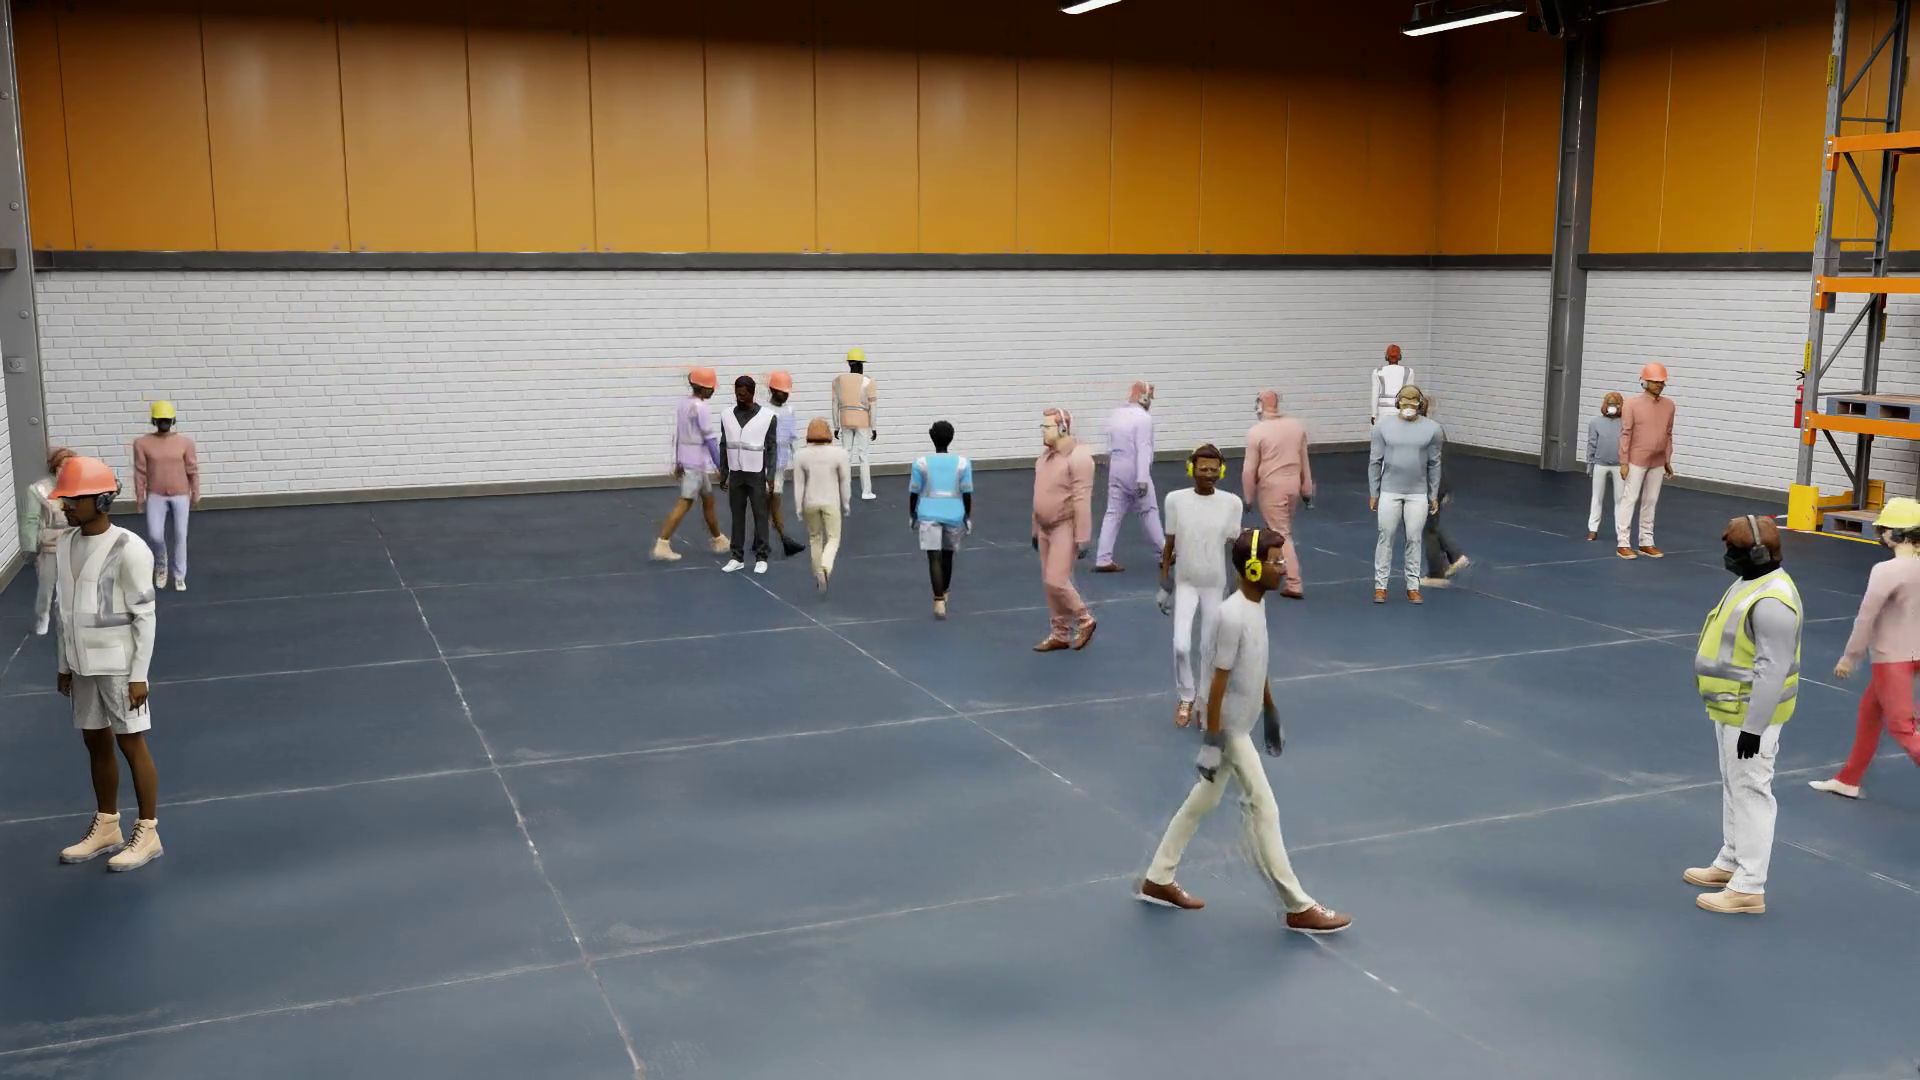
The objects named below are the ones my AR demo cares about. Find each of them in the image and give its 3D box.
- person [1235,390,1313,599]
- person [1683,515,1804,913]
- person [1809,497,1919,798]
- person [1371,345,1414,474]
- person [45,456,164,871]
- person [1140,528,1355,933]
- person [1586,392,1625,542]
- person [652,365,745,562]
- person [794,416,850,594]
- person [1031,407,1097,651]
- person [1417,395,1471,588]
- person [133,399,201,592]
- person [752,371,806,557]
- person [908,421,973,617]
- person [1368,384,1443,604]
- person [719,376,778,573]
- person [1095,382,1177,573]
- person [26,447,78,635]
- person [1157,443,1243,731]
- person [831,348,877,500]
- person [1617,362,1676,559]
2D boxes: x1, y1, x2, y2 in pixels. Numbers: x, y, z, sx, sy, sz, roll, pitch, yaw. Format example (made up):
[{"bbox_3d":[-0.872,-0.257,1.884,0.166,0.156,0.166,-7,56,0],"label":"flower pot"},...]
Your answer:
[{"bbox_3d":[2.809,-0.427,15.024,0.685,1.839,0.962,-6,11,-34],"label":"person"},{"bbox_3d":[3.606,0.793,7.659,0.429,1.838,0.622,3,10,16],"label":"person"},{"bbox_3d":[5.080,0.637,8.932,0.534,1.729,0.882,-7,11,-34],"label":"person"},{"bbox_3d":[5.939,-1.741,22.865,0.575,1.885,0.355,1,9,9],"label":"person"},{"bbox_3d":[-4.217,0.605,8.169,0.607,2.044,0.375,4,10,23],"label":"person"},{"bbox_3d":[1.272,0.837,7.471,0.994,1.813,0.538,3,10,18],"label":"person"},{"bbox_3d":[6.988,-0.784,17.863,0.500,1.623,0.305,5,10,26],"label":"person"},{"bbox_3d":[-2.686,-0.771,16.765,1.044,1.976,0.609,-5,10,-26],"label":"person"},{"bbox_3d":[-1.253,-0.308,14.978,0.508,1.615,0.625,1,9,6],"label":"person"},{"bbox_3d":[0.741,-0.064,12.675,0.419,1.892,0.667,-5,11,-28],"label":"person"},{"bbox_3d":[4.304,-0.432,15.170,0.592,1.800,0.564,4,10,23],"label":"person"},{"bbox_3d":[-7.182,-0.398,15.094,0.544,1.754,0.364,-5,11,-27],"label":"person"},{"bbox_3d":[-1.826,-0.767,16.956,0.978,1.882,0.565,8,13,42],"label":"person"},{"bbox_3d":[-0.167,-0.190,14.179,0.540,1.652,0.857,-2,10,-9],"label":"person"},{"bbox_3d":[3.896,-0.400,14.590,0.627,1.935,0.373,1,9,8],"label":"person"},{"bbox_3d":[-2.047,-0.636,16.086,0.588,1.913,0.391,3,10,16],"label":"person"},{"bbox_3d":[1.732,-0.605,16.112,0.970,1.838,0.697,-5,11,-29],"label":"person"},{"bbox_3d":[-7.107,0.029,13.127,0.529,1.562,0.991,-9,13,-43],"label":"person"},{"bbox_3d":[1.532,0.308,10.551,0.553,1.851,0.441,1,9,6],"label":"person"},{"bbox_3d":[-1.329,-1.460,21.041,0.589,1.924,0.384,2,10,12],"label":"person"},{"bbox_3d":[6.955,-0.800,16.825,0.613,1.994,0.395,-3,10,-15],"label":"person"}]
